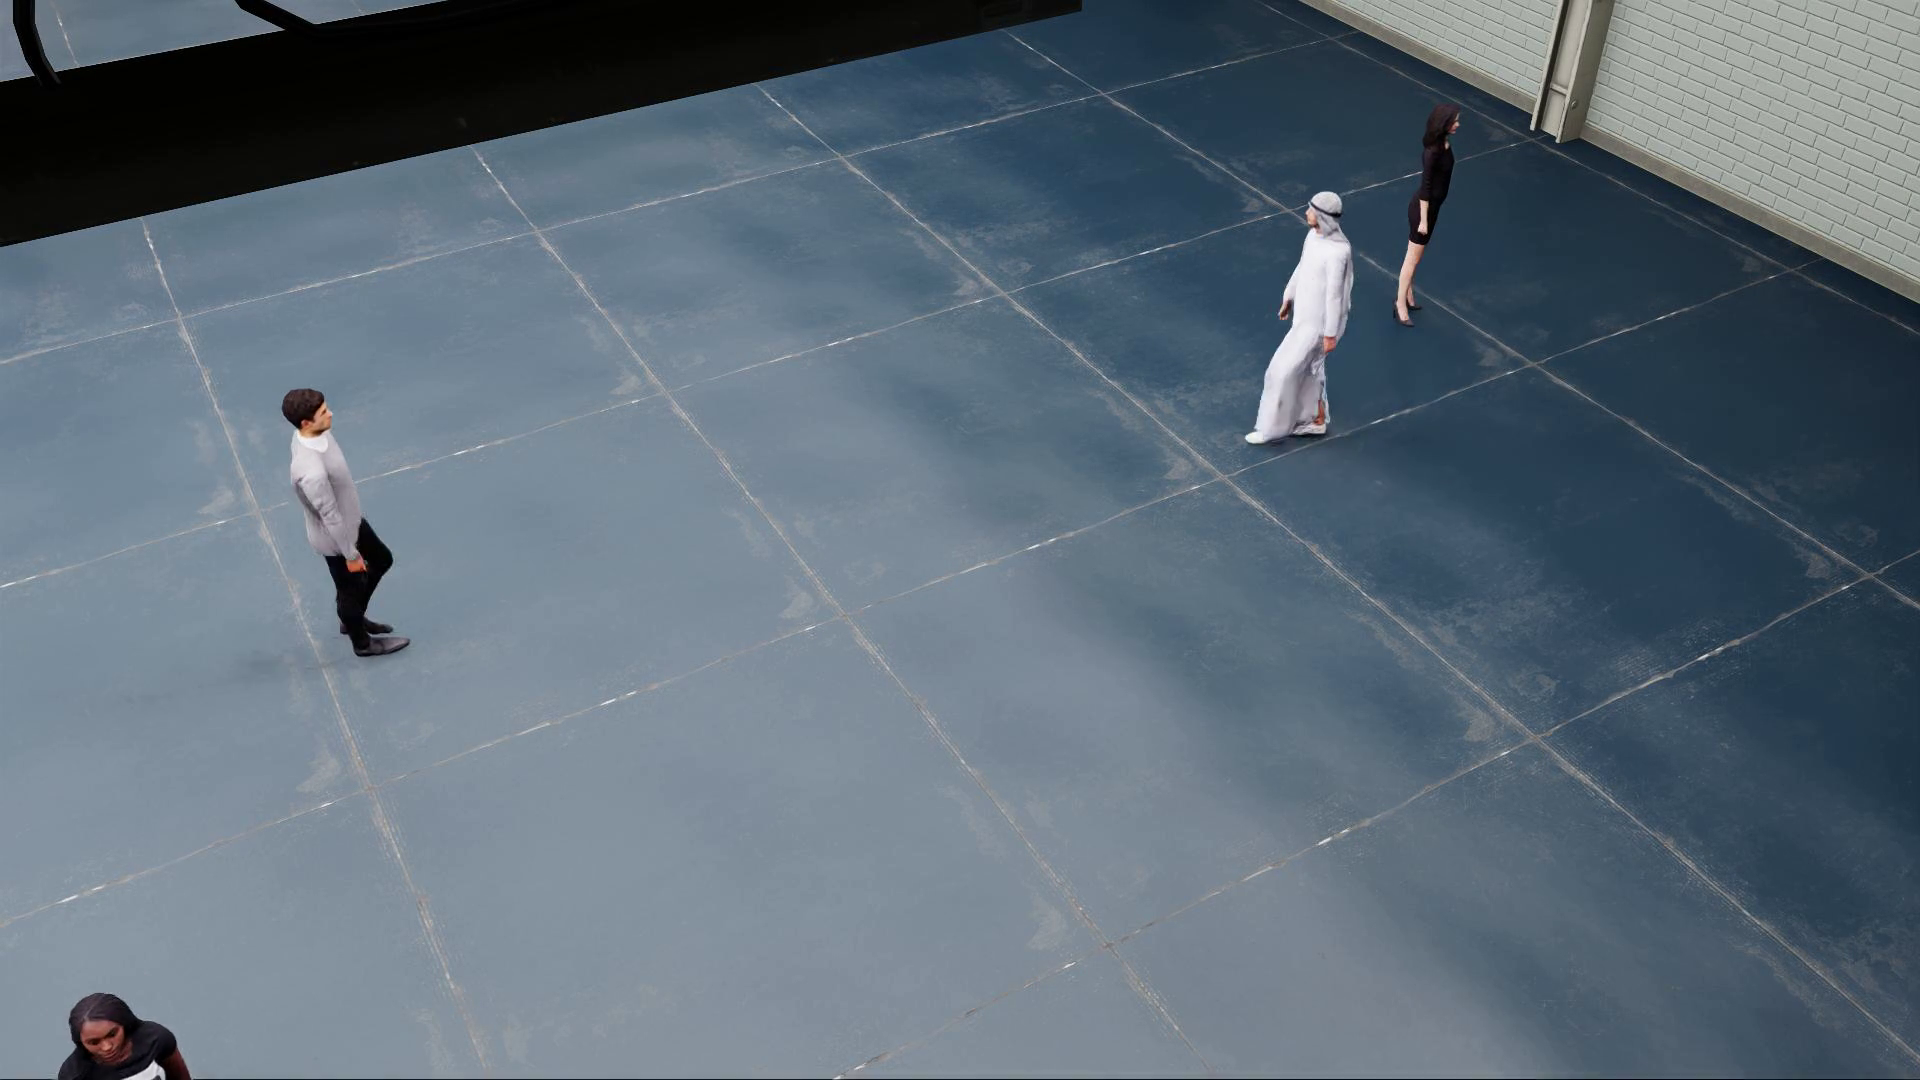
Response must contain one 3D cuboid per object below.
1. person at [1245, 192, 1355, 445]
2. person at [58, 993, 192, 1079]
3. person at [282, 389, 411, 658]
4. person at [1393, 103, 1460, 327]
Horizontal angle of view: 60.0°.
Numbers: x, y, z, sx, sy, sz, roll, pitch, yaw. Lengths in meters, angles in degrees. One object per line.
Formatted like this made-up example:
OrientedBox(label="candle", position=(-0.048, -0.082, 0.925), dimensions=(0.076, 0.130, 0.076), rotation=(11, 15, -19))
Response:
OrientedBox(label="person", position=(2.556, -1.533, 11.591), dimensions=(0.993, 1.913, 0.976), rotation=(-3, 38, -4))
OrientedBox(label="person", position=(-3.336, 2.370, 6.794), dimensions=(0.625, 1.675, 1.219), rotation=(-22, 43, -25))
OrientedBox(label="person", position=(-3.718, -0.058, 9.703), dimensions=(0.893, 1.914, 0.689), rotation=(-10, 39, -12))
OrientedBox(label="person", position=(3.629, -2.550, 12.977), dimensions=(0.668, 1.806, 0.652), rotation=(16, 41, 20))
